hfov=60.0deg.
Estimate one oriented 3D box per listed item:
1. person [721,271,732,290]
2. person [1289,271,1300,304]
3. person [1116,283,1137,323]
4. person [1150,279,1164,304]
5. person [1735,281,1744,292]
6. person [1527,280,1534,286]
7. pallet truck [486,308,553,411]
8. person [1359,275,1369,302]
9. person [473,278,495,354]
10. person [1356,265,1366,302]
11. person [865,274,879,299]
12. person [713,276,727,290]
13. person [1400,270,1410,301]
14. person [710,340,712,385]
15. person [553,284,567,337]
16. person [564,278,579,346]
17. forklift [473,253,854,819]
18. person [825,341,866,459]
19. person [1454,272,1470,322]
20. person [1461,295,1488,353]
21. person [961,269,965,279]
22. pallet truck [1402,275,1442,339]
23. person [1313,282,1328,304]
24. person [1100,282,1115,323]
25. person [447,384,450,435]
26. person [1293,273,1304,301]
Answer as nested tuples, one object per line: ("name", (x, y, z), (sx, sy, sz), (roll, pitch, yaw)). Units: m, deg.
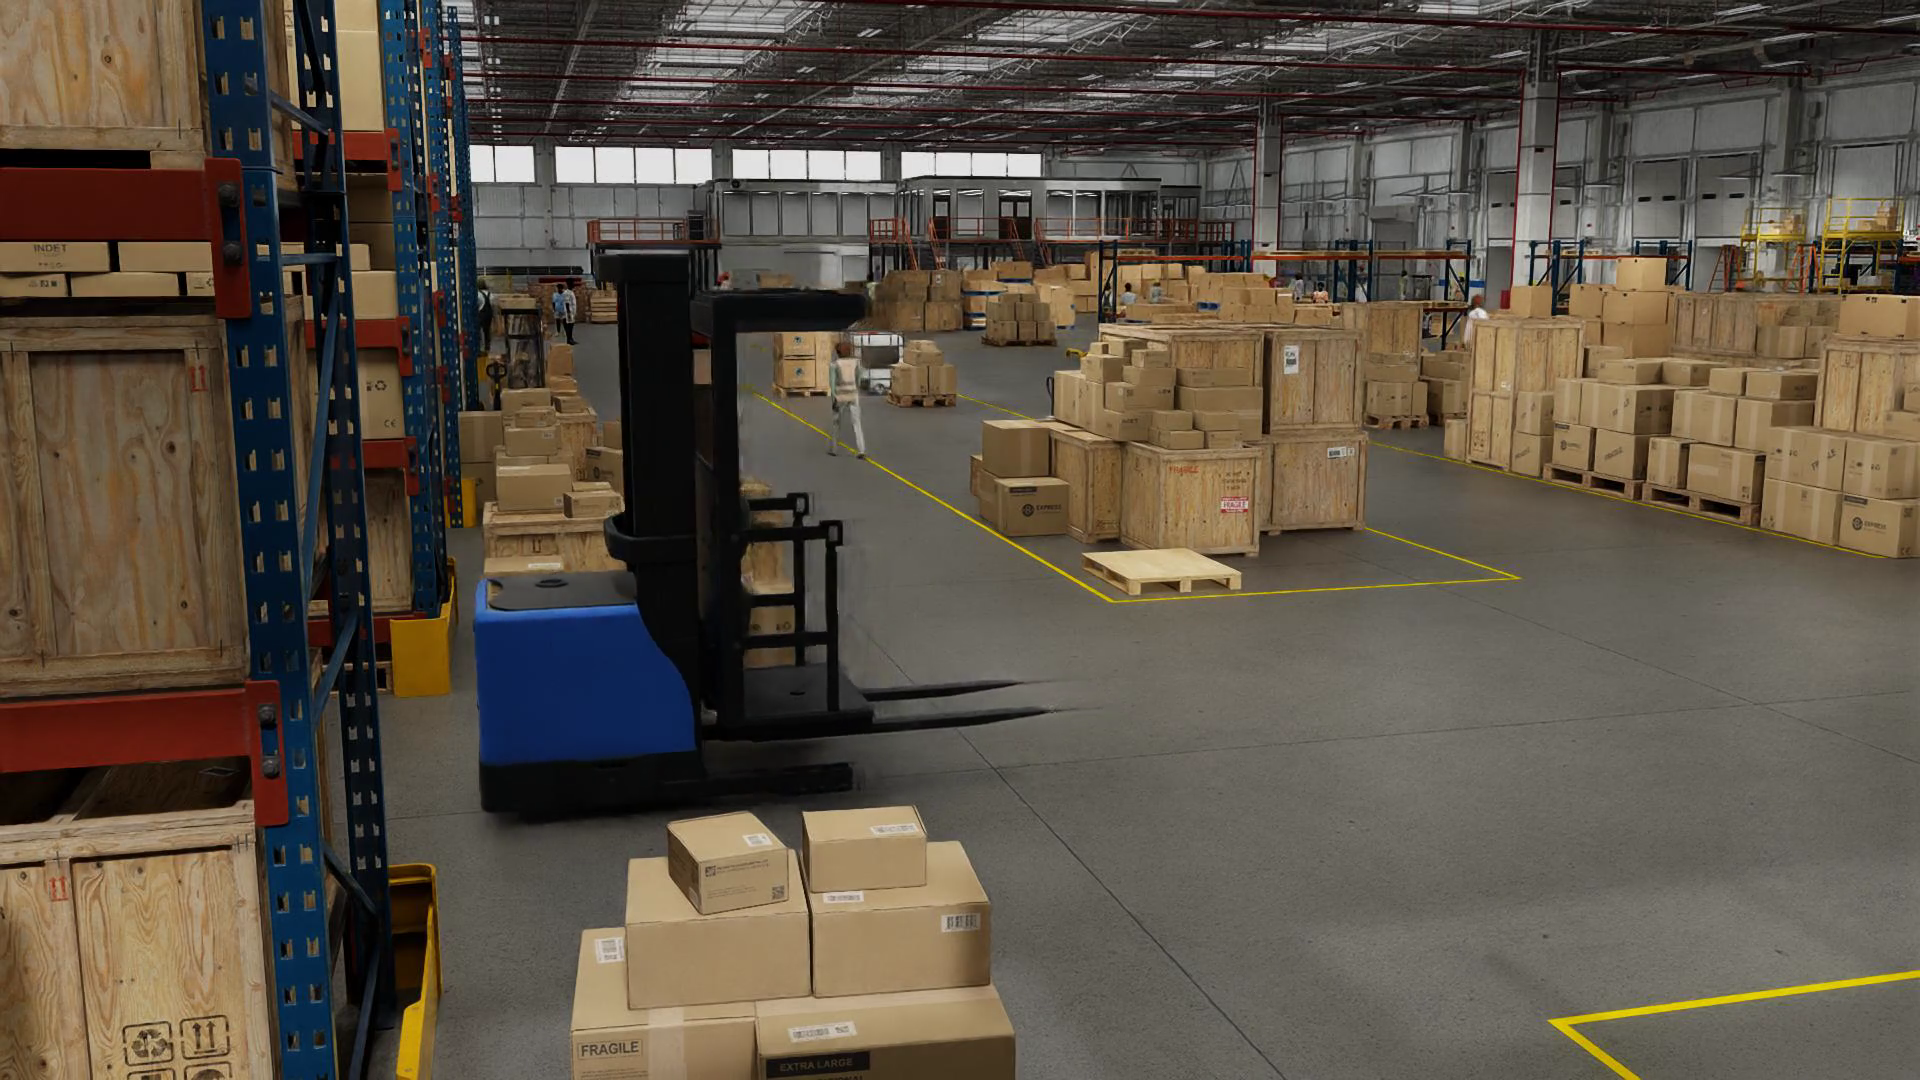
("person", (-9.303, -9.721, 66.048), (0.547, 1.895, 0.999), (-5, 11, -27))
("person", (13.364, -9.846, 66.783), (1.021, 1.876, 0.669), (3, 10, 14))
("person", (4.759, -6.418, 47.497), (0.598, 1.828, 0.833), (-3, 10, -16))
("person", (7.111, -8.624, 60.316), (0.487, 1.712, 0.847), (5, 11, 27))
("person", (21.451, -6.169, 45.833), (0.555, 1.917, 0.656), (-1, 10, -7))
("person", (16.894, -6.764, 49.218), (0.623, 1.905, 0.465), (7, 12, 33))
("pallet truck", (-6.242, -2.418, 24.362), (0.823, 1.965, 1.885), (1, 10, 3))
("person", (13.431, -7.863, 55.440), (0.713, 1.915, 0.627), (7, 12, 34))
("person", (-12.825, -5.997, 44.506), (0.634, 2.000, 0.707), (6, 12, 32))
("person", (19.697, -12.451, 81.240), (0.646, 1.969, 0.807), (-6, 12, -30))
("person", (-3.156, -8.681, 60.134), (0.624, 1.903, 0.417), (-7, 12, -34))
("person", (-8.206, -8.083, 56.840), (0.544, 1.868, 1.066), (3, 10, 14))
("person", (19.704, -11.034, 73.665), (0.432, 1.823, 0.642), (3, 10, 15))
("person", (-4.554, -3.414, 30.238), (0.399, 1.915, 0.589), (-6, 12, -30))
("person", (-12.711, -7.319, 52.985), (0.533, 1.694, 0.320), (1, 10, 6))
("person", (-11.304, -6.630, 48.303), (0.361, 1.963, 0.616), (0, 10, 1))
("forklift", (-1.603, -0.096, 8.718), (1.873, 2.768, 1.129), (-3, 10, -15))
("person", (-1.543, -1.906, 22.615), (0.515, 1.597, 0.865), (-5, 11, -28))
("person", (19.102, -9.235, 63.300), (0.606, 1.868, 1.004), (2, 10, 8))
("person", (10.590, -4.110, 34.306), (0.727, 1.858, 0.669), (-9, 13, -41))
("person", (0.027, -11.714, 77.371), (0.587, 1.870, 0.605), (-1, 10, -7))
("pallet truck", (14.620, -7.324, 52.145), (0.823, 1.965, 1.885), (8, 13, 40))
("person", (11.982, -7.730, 55.324), (0.533, 1.690, 0.321), (7, 12, 33))
("person", (4.275, -6.591, 48.432), (0.516, 1.842, 0.324), (1, 10, 7))
("person", (-6.345, -1.582, 20.075), (0.429, 1.841, 0.633), (7, 12, 35))
("person", (13.287, -9.590, 65.418), (0.429, 1.844, 0.627), (1, 10, 5))
